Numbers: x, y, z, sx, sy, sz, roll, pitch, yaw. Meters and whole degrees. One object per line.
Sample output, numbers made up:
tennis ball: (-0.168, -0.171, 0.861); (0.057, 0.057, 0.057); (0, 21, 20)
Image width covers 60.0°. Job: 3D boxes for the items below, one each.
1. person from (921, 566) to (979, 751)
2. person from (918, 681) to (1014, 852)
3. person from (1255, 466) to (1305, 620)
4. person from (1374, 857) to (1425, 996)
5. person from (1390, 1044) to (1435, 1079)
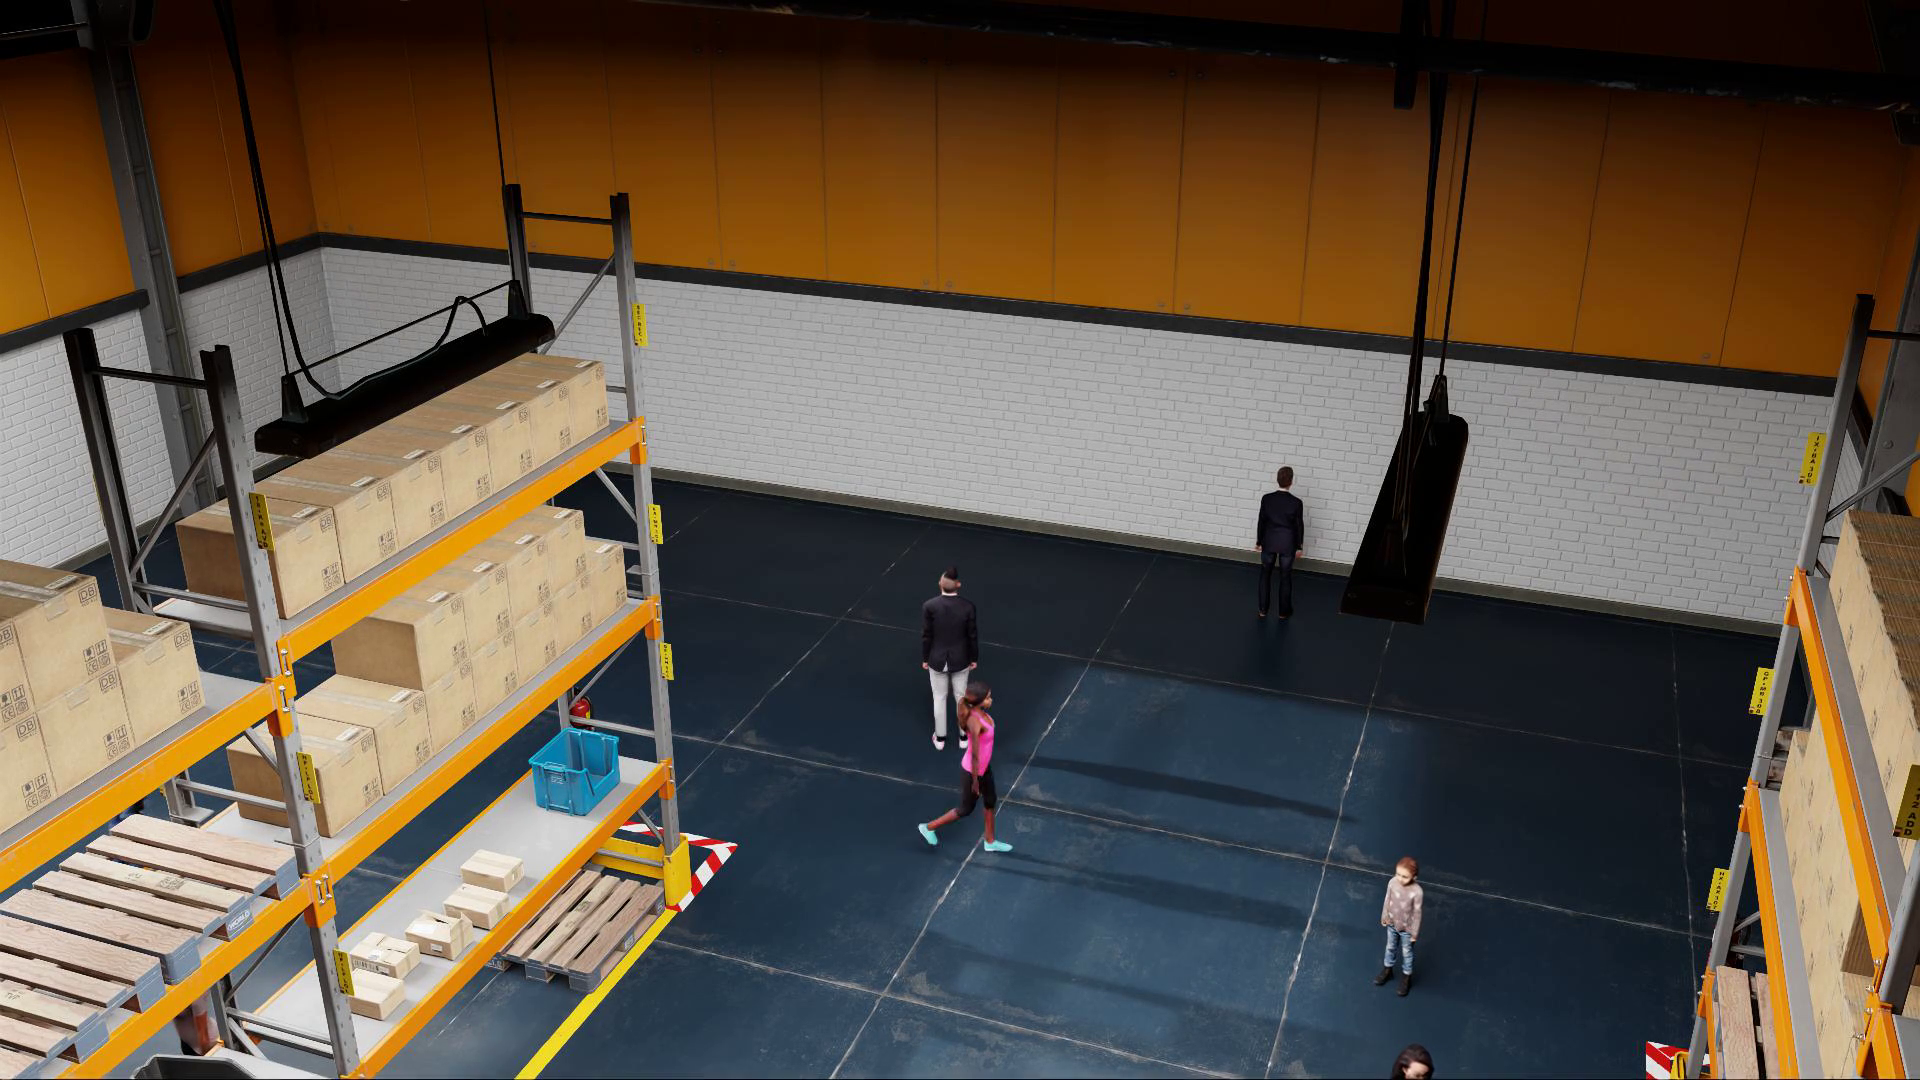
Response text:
person: (-0.103, 1.131, 16.225); (0.787, 1.949, 0.732); (-1, 24, -1)
person: (0.052, 2.009, 14.530); (0.785, 1.698, 1.047); (2, 24, 6)
person: (3.630, 0.016, 18.943); (0.690, 1.815, 0.558); (9, 25, 19)
person: (3.451, 2.973, 12.955); (0.538, 1.193, 0.556); (21, 31, 40)
person: (2.766, 3.833, 10.412); (0.683, 1.654, 0.743); (-4, 24, -9)
